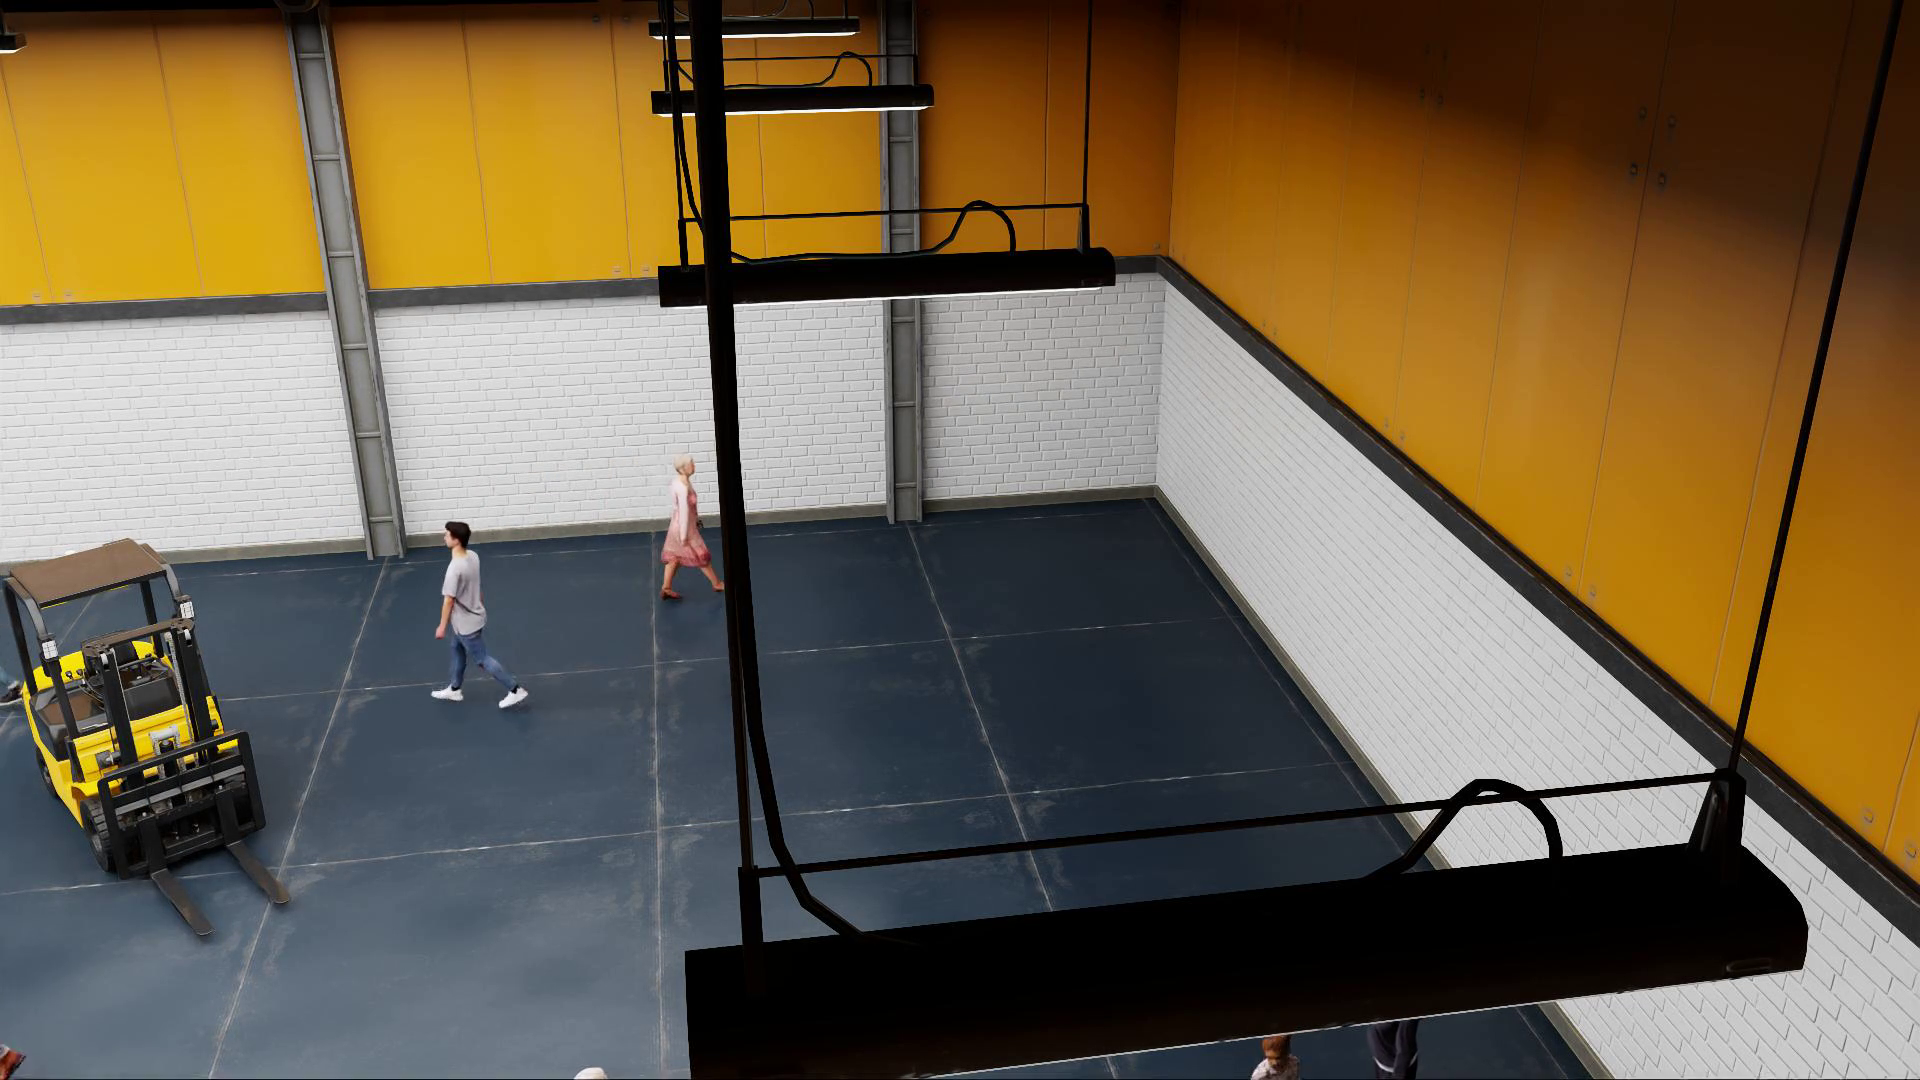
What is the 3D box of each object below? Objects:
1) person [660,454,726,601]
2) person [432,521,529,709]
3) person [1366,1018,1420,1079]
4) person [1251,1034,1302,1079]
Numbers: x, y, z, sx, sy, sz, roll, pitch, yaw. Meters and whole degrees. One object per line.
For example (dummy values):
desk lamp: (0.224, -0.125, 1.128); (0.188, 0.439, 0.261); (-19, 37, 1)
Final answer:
person: (-3.000, -0.099, 17.632); (1.088, 1.650, 0.730); (-9, 25, -20)
person: (-4.490, 0.736, 15.466); (1.243, 1.854, 0.833); (0, 24, 1)
person: (2.655, 3.142, 10.130); (0.616, 1.720, 0.661); (1, 24, 2)
person: (1.888, 3.427, 10.014); (0.540, 1.290, 0.742); (-17, 29, -33)
